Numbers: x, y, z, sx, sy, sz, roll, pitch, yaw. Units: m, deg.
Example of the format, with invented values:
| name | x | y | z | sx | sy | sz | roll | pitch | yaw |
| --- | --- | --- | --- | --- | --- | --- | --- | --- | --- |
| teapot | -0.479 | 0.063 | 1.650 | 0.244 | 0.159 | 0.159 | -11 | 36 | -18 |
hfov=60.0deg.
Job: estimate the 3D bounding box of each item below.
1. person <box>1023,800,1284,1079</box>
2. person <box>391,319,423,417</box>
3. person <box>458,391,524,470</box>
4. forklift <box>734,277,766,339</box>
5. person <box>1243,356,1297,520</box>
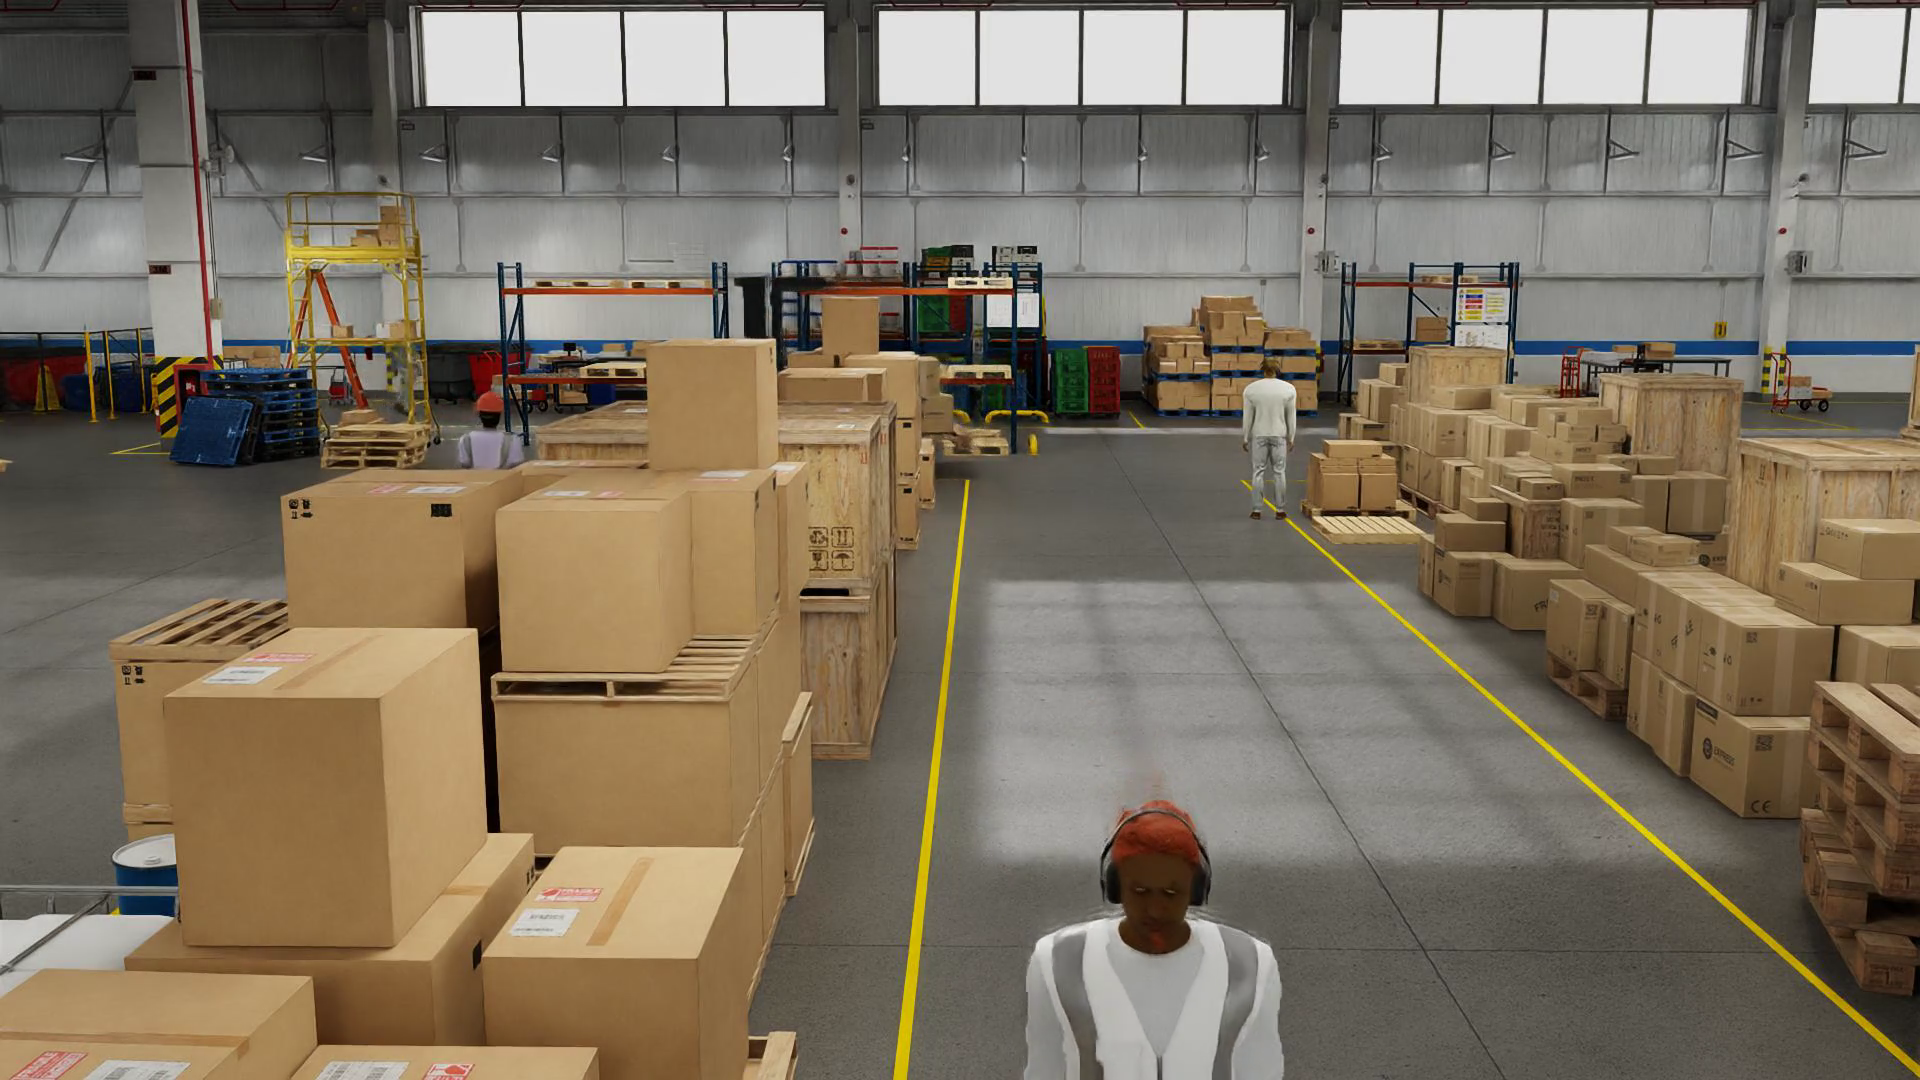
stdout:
| name | x | y | z | sx | sy | sz | roll | pitch | yaw |
| --- | --- | --- | --- | --- | --- | --- | --- | --- | --- |
| person | 0.433 | 1.497 | 3.710 | 0.580 | 1.870 | 0.495 | 0 | 9 | -2 |
| person | -10.881 | -3.390 | 32.801 | 0.623 | 1.923 | 0.431 | 7 | 12 | 35 |
| person | -4.061 | -0.343 | 14.545 | 0.555 | 1.918 | 0.407 | 0 | 9 | 2 |
| forklift | -2.966 | -2.392 | 23.964 | 1.873 | 2.768 | 1.129 | -1 | 10 | -6 |
| person | 3.643 | -1.196 | 19.624 | 0.627 | 1.937 | 0.372 | 2 | 10 | 9 |
